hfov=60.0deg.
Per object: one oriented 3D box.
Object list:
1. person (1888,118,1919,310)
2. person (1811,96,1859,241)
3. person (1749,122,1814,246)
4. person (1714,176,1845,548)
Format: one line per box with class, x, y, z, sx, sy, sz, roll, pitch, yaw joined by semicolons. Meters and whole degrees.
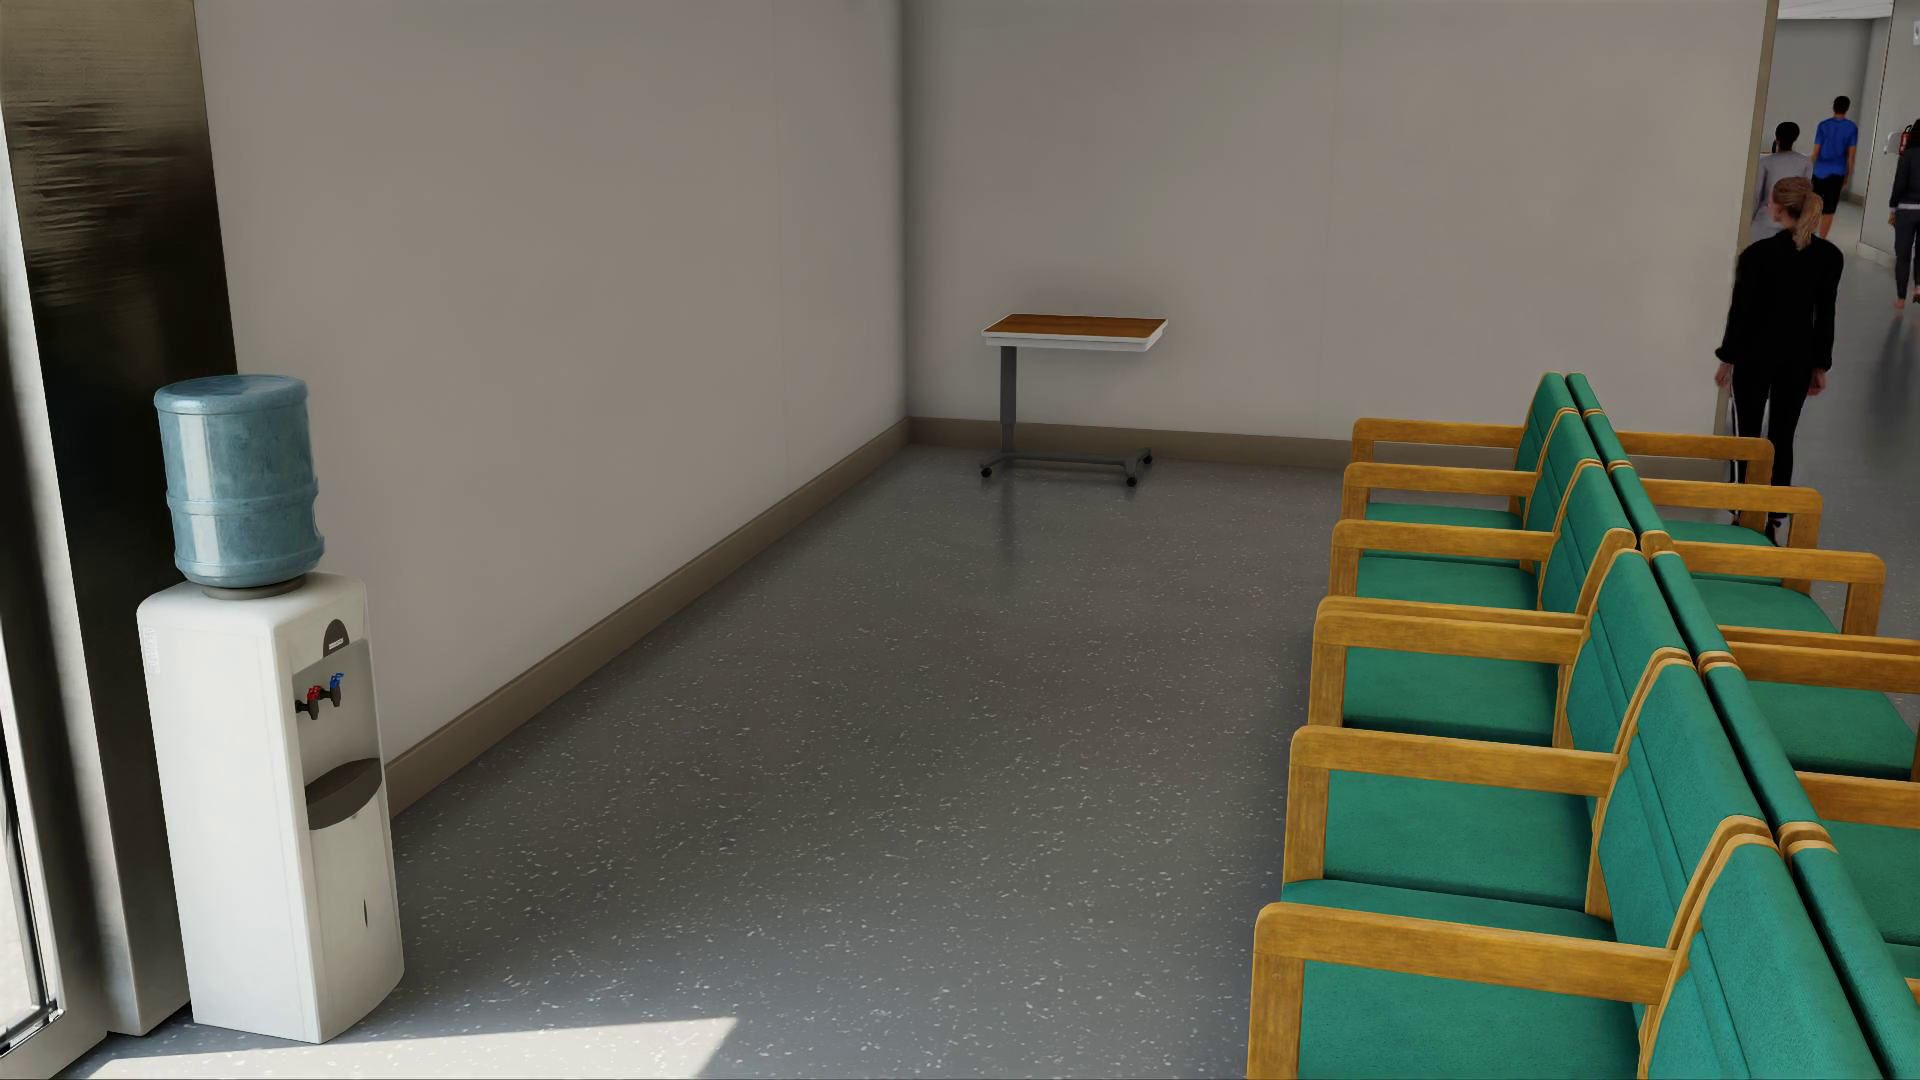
person;8.867;-3.017;15.340;0.545;1.764;0.687;4;16;14
person;10.455;-4.373;20.001;0.779;1.844;0.793;8;18;26
person;7.041;-2.719;14.334;0.497;1.736;0.696;3;16;10
person;3.638;-0.761;7.456;0.521;1.701;0.736;3;16;10
